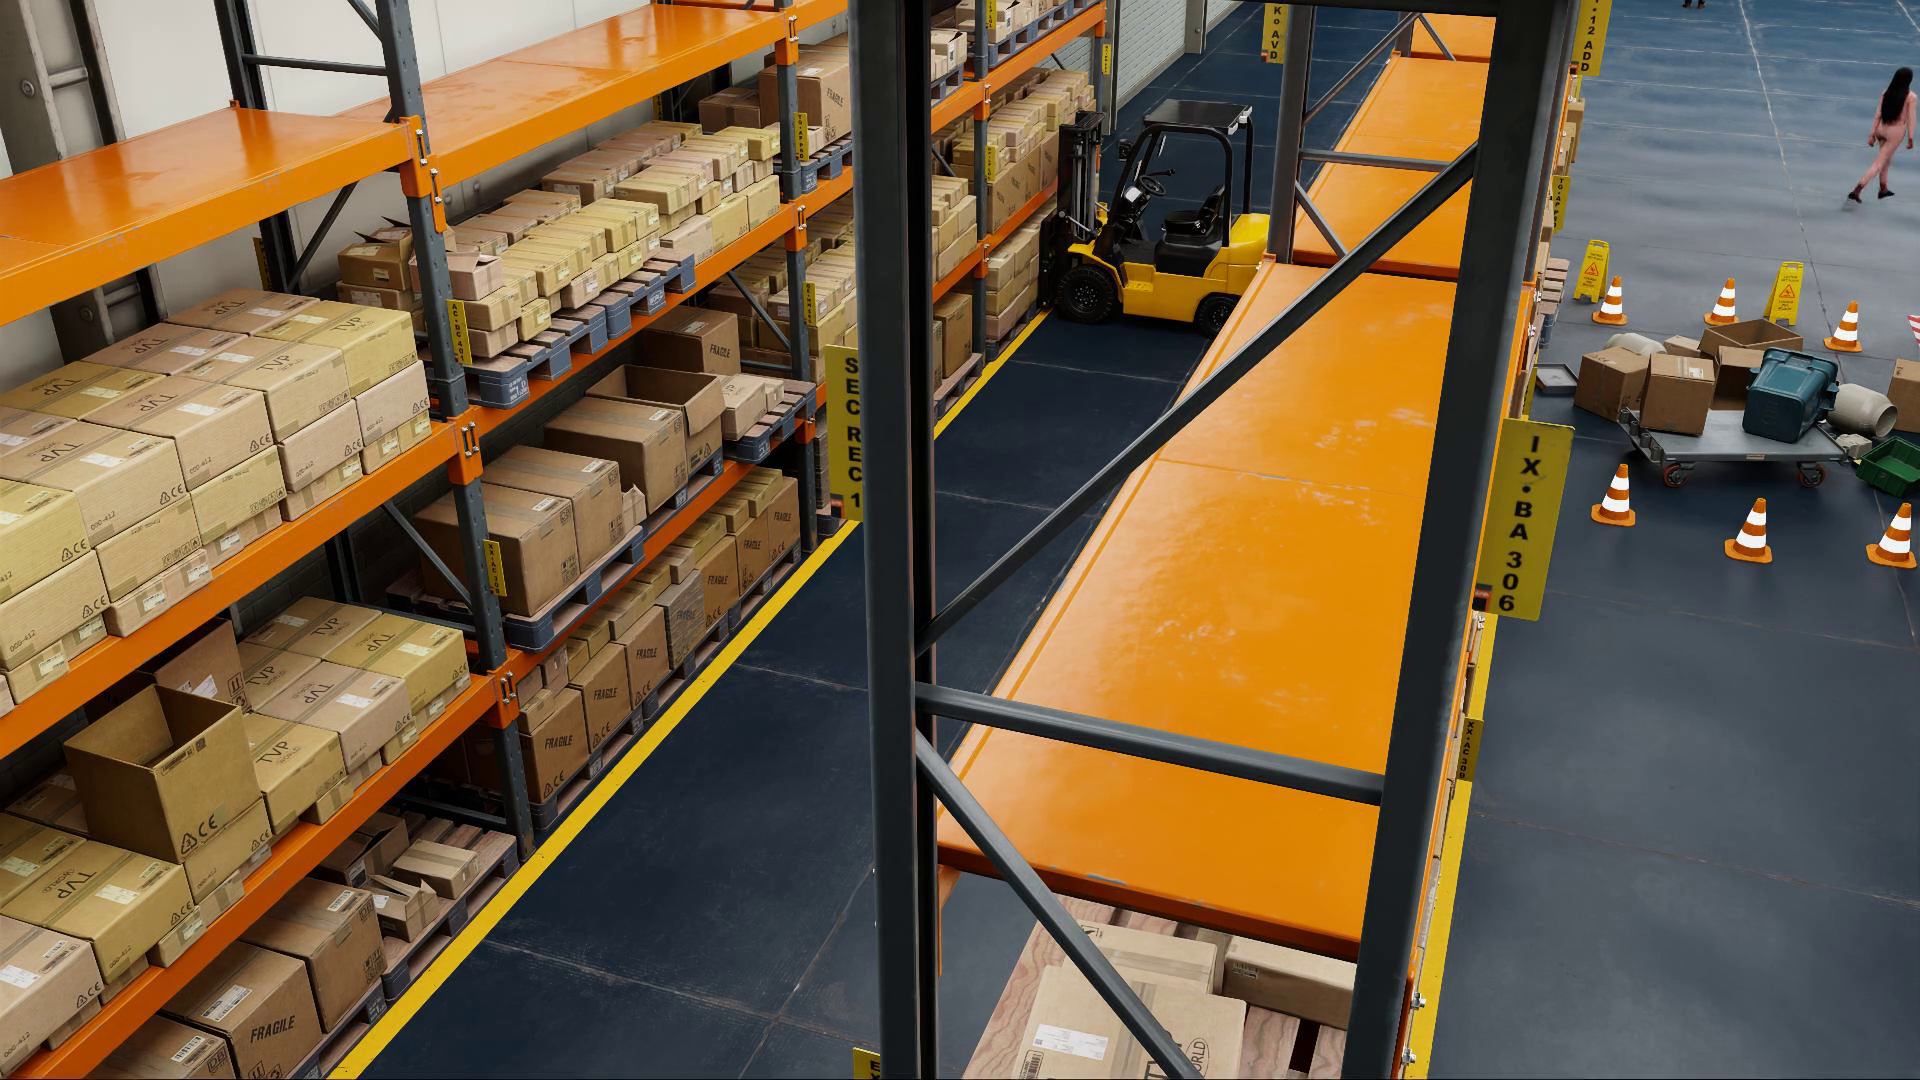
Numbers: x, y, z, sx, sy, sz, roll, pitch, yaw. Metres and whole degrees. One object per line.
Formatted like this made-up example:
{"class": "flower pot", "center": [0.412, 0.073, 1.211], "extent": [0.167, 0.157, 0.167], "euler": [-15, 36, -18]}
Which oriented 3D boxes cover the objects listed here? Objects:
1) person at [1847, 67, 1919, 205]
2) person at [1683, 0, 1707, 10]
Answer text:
{"class": "person", "center": [11.537, -4.990, 20.749], "extent": [1.196, 1.681, 1.136], "euler": [-12, 30, -22]}
{"class": "person", "center": [14.559, -11.421, 32.581], "extent": [0.717, 1.911, 0.599], "euler": [10, 30, 18]}
